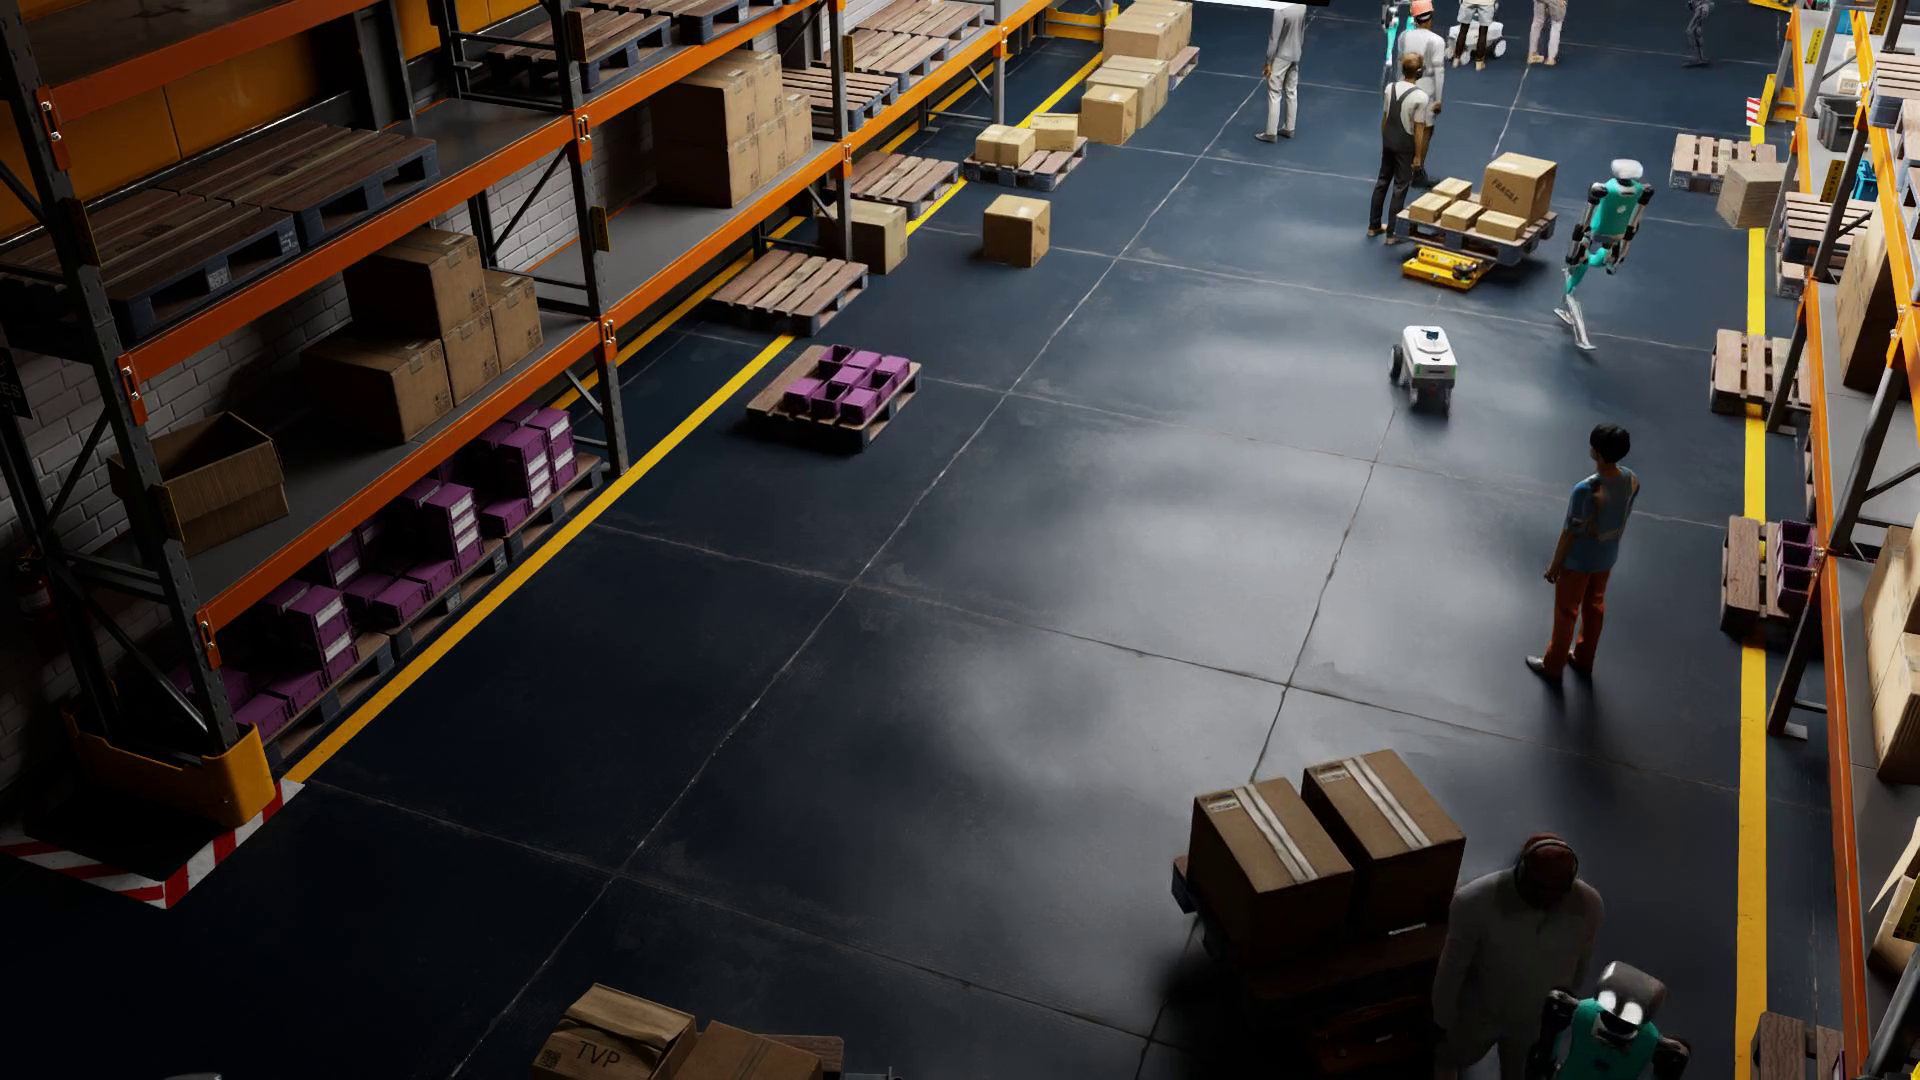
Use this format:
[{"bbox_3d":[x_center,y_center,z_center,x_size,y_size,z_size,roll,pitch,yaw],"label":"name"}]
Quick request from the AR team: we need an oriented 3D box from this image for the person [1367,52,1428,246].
[{"bbox_3d":[4.221,-3.750,15.954,0.339,1.838,0.502,-19,38,-27],"label":"person"}]

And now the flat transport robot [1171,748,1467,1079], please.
[{"bbox_3d":[1.806,2.050,8.420,0.659,0.231,1.431,-10,34,-15],"label":"flat transport robot"}]

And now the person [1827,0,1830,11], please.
[{"bbox_3d":[10.962,-6.784,20.619,0.542,1.864,0.370,-5,33,-8],"label":"person"}]

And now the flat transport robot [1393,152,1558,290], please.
[{"bbox_3d":[4.842,-2.774,15.885,0.659,0.231,1.431,23,39,31],"label":"flat transport robot"}]

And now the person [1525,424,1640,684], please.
[{"bbox_3d":[3.792,0.093,10.078,0.490,1.761,0.328,-13,35,-20],"label":"person"}]

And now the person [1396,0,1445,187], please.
[{"bbox_3d":[4.794,-4.656,17.311,0.359,1.898,0.668,-25,41,-33],"label":"person"}]

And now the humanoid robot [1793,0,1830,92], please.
[{"bbox_3d":[10.418,-6.053,19.641,0.979,1.778,0.538,14,35,21],"label":"humanoid robot"}]

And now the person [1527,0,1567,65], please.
[{"bbox_3d":[7.374,-6.802,20.737,0.507,1.755,0.359,26,41,34],"label":"person"}]

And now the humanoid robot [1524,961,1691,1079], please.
[{"bbox_3d":[2.579,2.262,6.753,0.542,1.790,0.756,19,38,27],"label":"humanoid robot"}]

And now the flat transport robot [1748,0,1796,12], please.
[{"bbox_3d":[11.853,-7.746,23.580,1.431,0.231,0.659,-25,40,-33],"label":"flat transport robot"}]

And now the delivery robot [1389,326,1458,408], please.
[{"bbox_3d":[3.820,-1.458,13.593,0.499,0.603,0.803,2,33,3],"label":"delivery robot"}]

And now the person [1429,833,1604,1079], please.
[{"bbox_3d":[2.327,1.951,7.110,0.645,1.881,0.899,2,33,3],"label":"person"}]

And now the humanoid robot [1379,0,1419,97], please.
[{"bbox_3d":[5.245,-6.053,19.714,0.542,1.901,0.703,5,33,8],"label":"humanoid robot"}]

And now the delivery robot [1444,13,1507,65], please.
[{"bbox_3d":[6.608,-6.426,21.282,0.781,0.605,0.499,-20,38,-28],"label":"delivery robot"}]

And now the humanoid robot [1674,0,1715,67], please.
[{"bbox_3d":[9.256,-6.756,20.765,0.549,1.629,0.616,2,33,2],"label":"humanoid robot"}]

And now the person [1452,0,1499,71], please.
[{"bbox_3d":[6.445,-6.697,20.648,0.531,1.691,0.322,17,37,24],"label":"person"}]

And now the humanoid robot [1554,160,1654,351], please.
[{"bbox_3d":[5.328,-2.502,14.145,0.559,1.716,1.031,-4,33,-6],"label":"humanoid robot"}]

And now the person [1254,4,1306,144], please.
[{"bbox_3d":[3.580,-5.313,18.324,0.543,1.892,0.397,-23,39,-31],"label":"person"}]
